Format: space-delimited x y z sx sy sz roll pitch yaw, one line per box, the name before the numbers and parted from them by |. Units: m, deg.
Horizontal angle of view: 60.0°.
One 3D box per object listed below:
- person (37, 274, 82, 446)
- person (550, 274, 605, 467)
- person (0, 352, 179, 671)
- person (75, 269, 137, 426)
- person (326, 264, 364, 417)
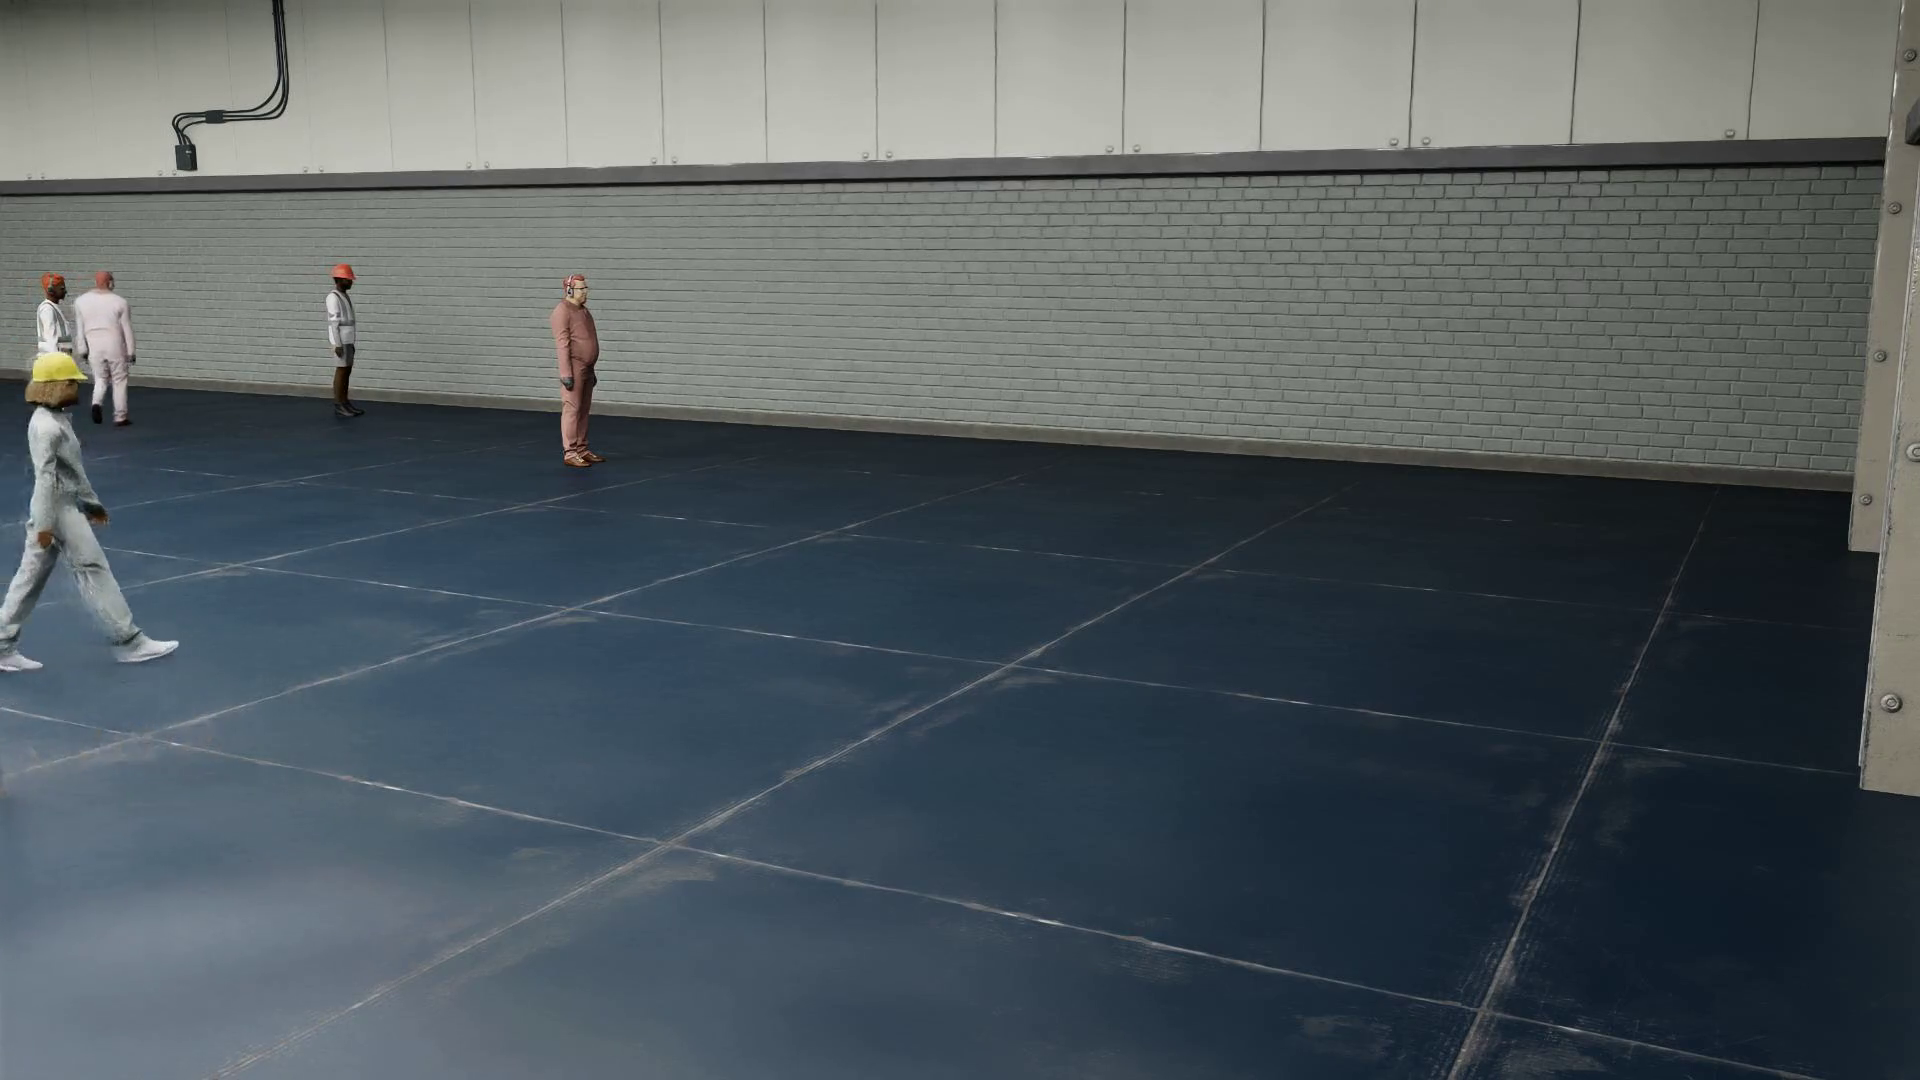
person | -9.785 -1.935 18.022 0.337 1.882 0.584 -5 11 -25
person | -3.806 -1.690 16.629 0.409 1.908 0.642 2 11 10
person | -4.743 -0.146 8.792 0.924 1.693 0.488 -6 12 -31
person | -10.217 -2.291 19.943 0.662 1.887 0.492 0 10 -3
person | -7.793 -2.526 21.106 0.377 1.932 0.552 0 10 -3
